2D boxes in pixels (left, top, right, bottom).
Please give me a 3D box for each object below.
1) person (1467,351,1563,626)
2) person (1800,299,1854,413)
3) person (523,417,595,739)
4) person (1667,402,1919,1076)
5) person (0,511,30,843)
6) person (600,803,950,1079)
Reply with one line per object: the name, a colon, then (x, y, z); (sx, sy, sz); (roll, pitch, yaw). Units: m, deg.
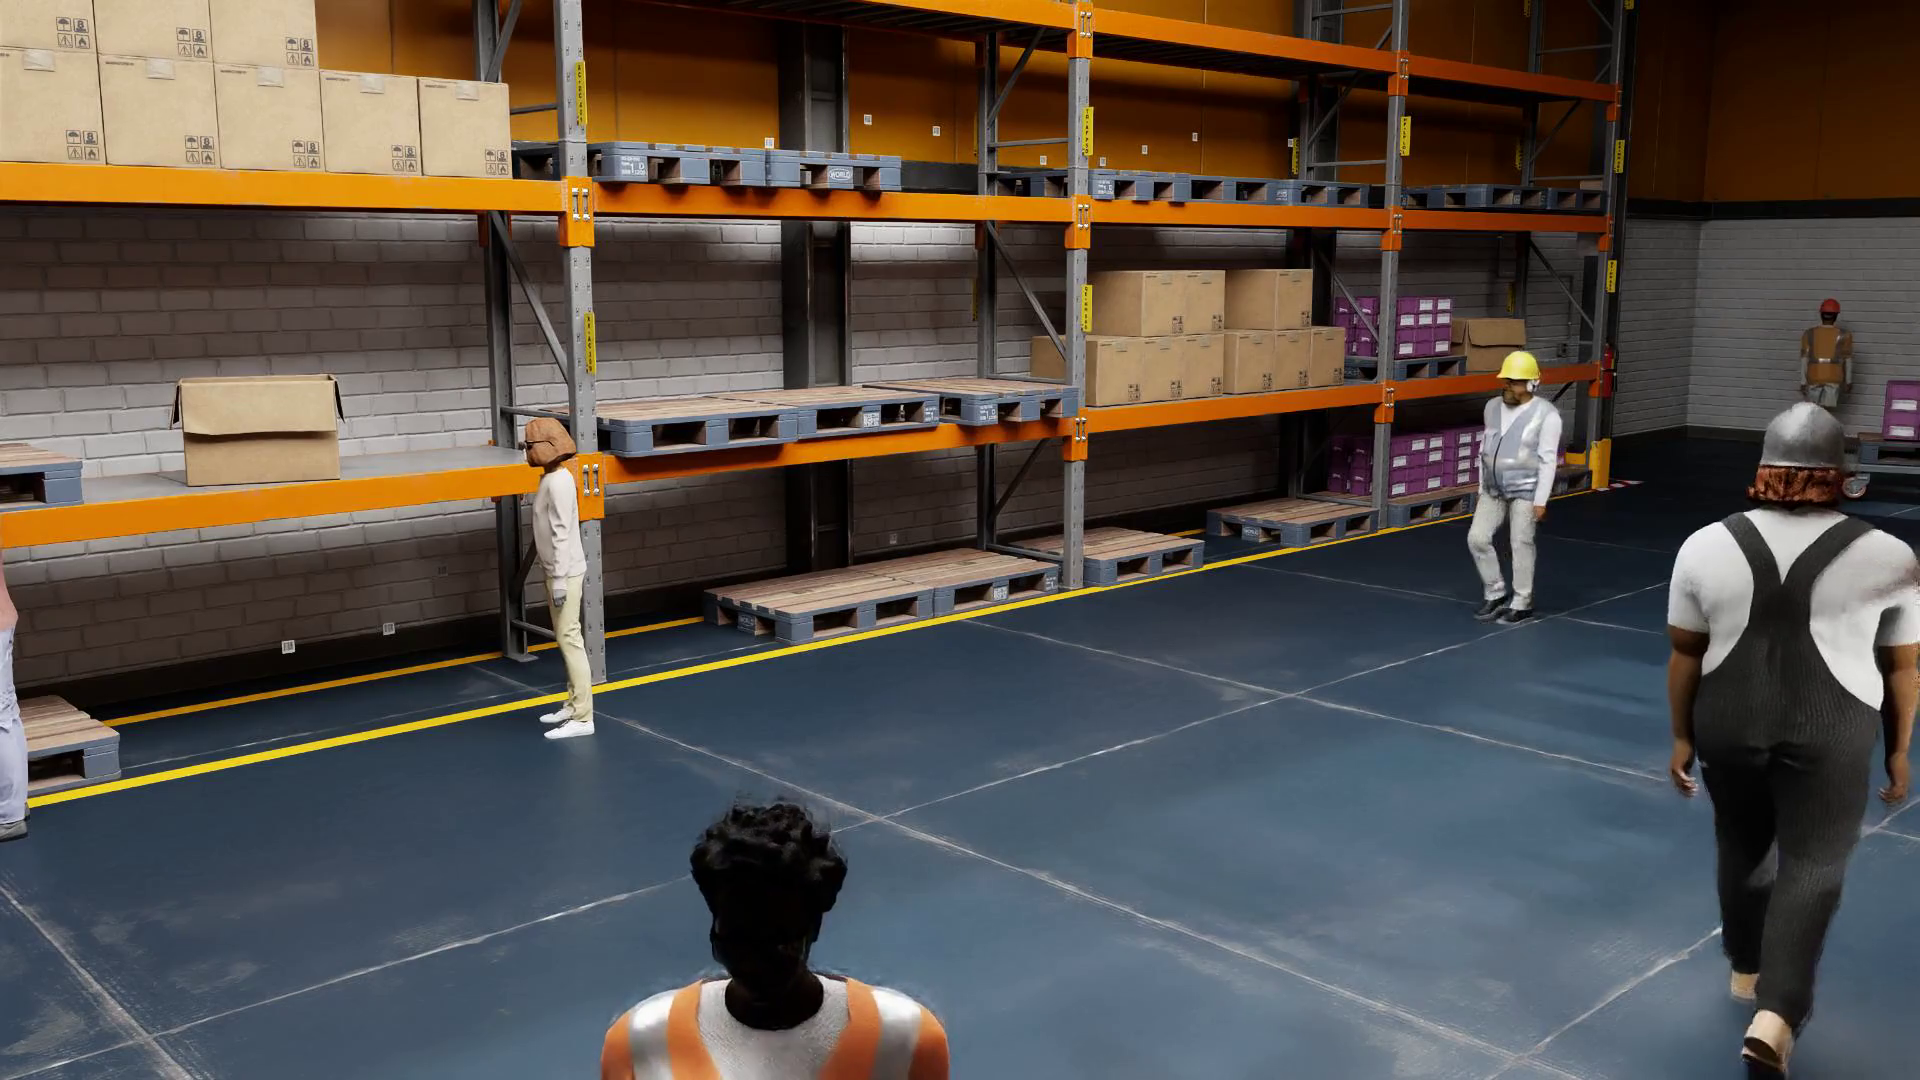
person: (3.609, -0.329, 10.913); (0.472, 1.813, 0.625); (-6, 12, -33)
person: (10.554, -1.965, 20.241); (0.557, 1.910, 0.798); (7, 12, 37)
person: (-2.047, 0.187, 8.471); (0.283, 1.626, 0.501); (-3, 10, -18)
person: (2.519, 0.556, 5.084); (0.684, 2.000, 0.967); (7, 12, 36)
person: (-4.086, 0.383, 6.900); (0.308, 1.769, 0.524); (-4, 11, -23)
person: (-0.272, 1.174, 2.542); (0.533, 1.678, 0.601); (0, 10, -2)
